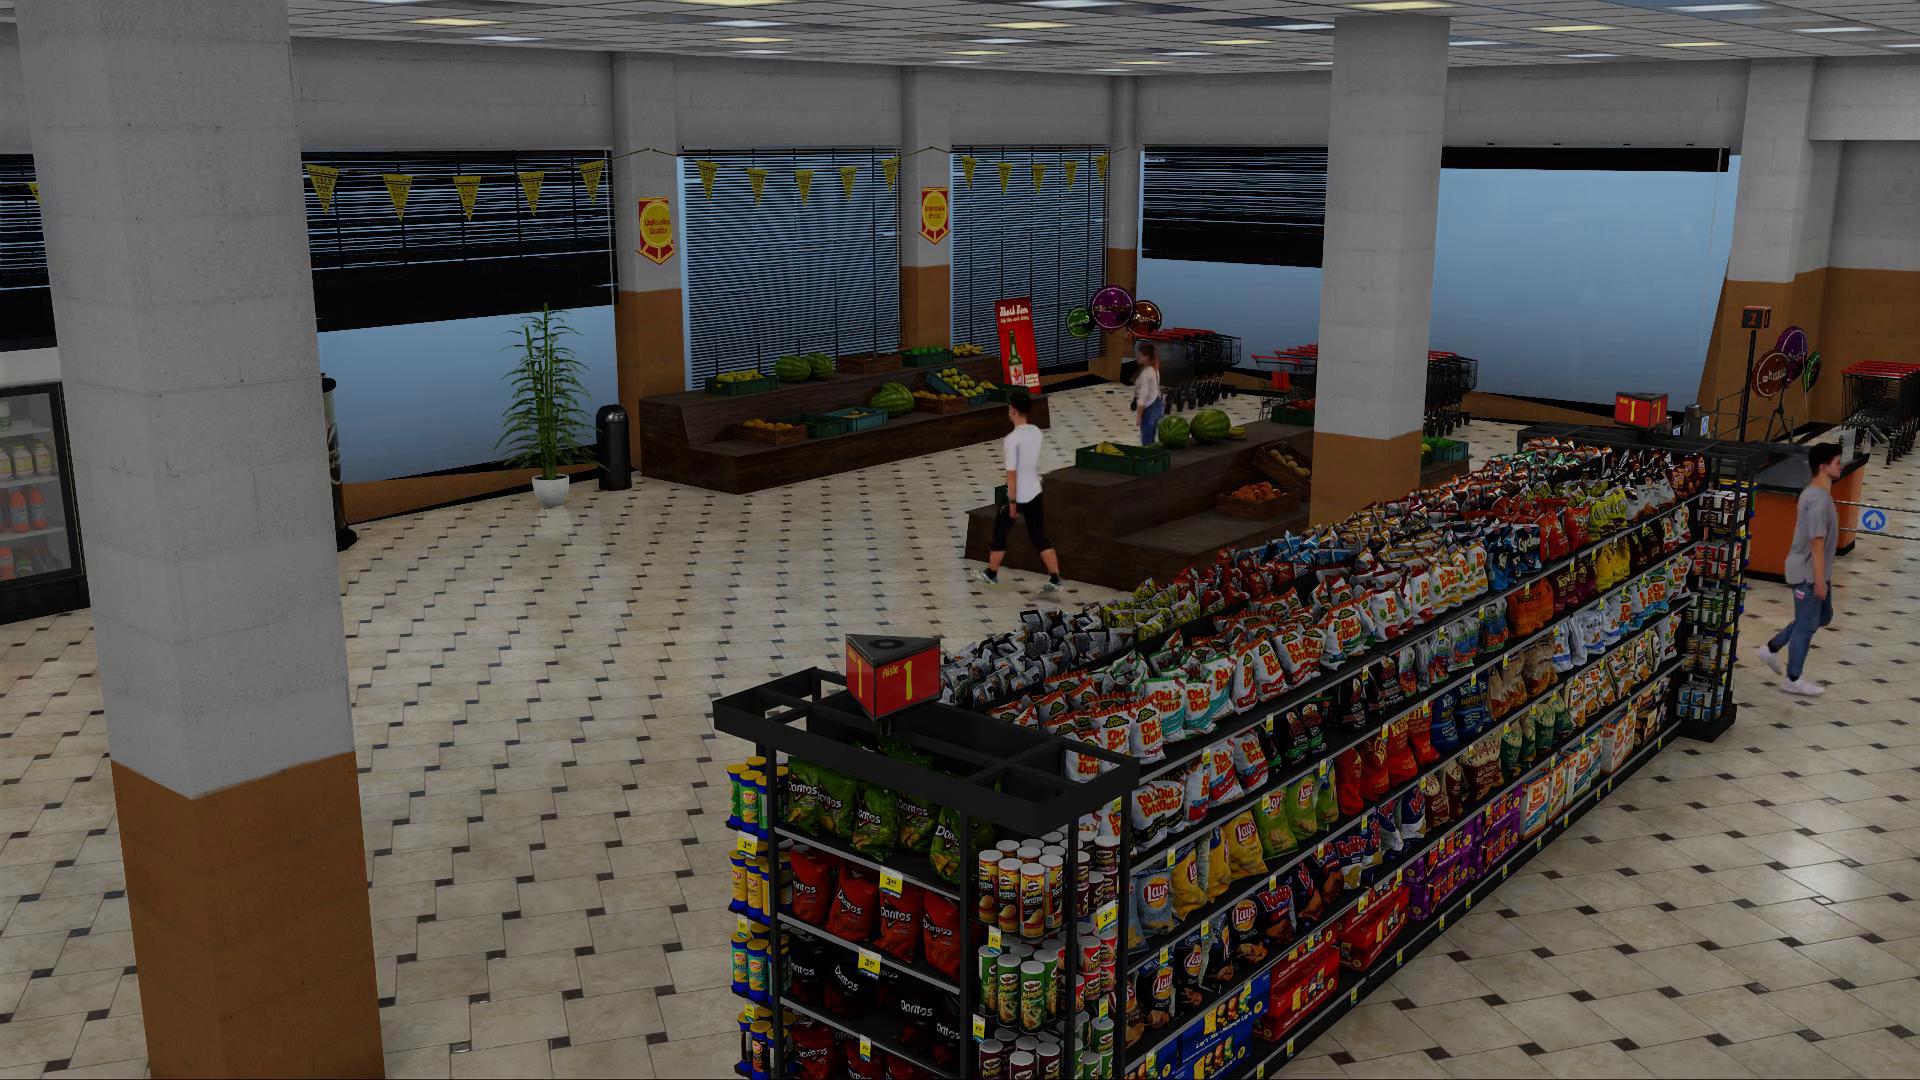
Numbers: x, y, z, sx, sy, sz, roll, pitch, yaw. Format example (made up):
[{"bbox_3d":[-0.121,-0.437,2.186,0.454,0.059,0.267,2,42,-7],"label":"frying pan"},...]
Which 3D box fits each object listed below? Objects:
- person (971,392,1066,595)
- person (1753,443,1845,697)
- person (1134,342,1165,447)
[{"bbox_3d":[0.645,-0.370,14.812,0.765,1.808,1.192,12,18,40],"label":"person"},{"bbox_3d":[6.179,0.212,12.266,0.822,1.878,0.756,7,15,27],"label":"person"},{"bbox_3d":[2.298,-1.482,19.631,0.888,1.698,0.700,10,17,35],"label":"person"}]
